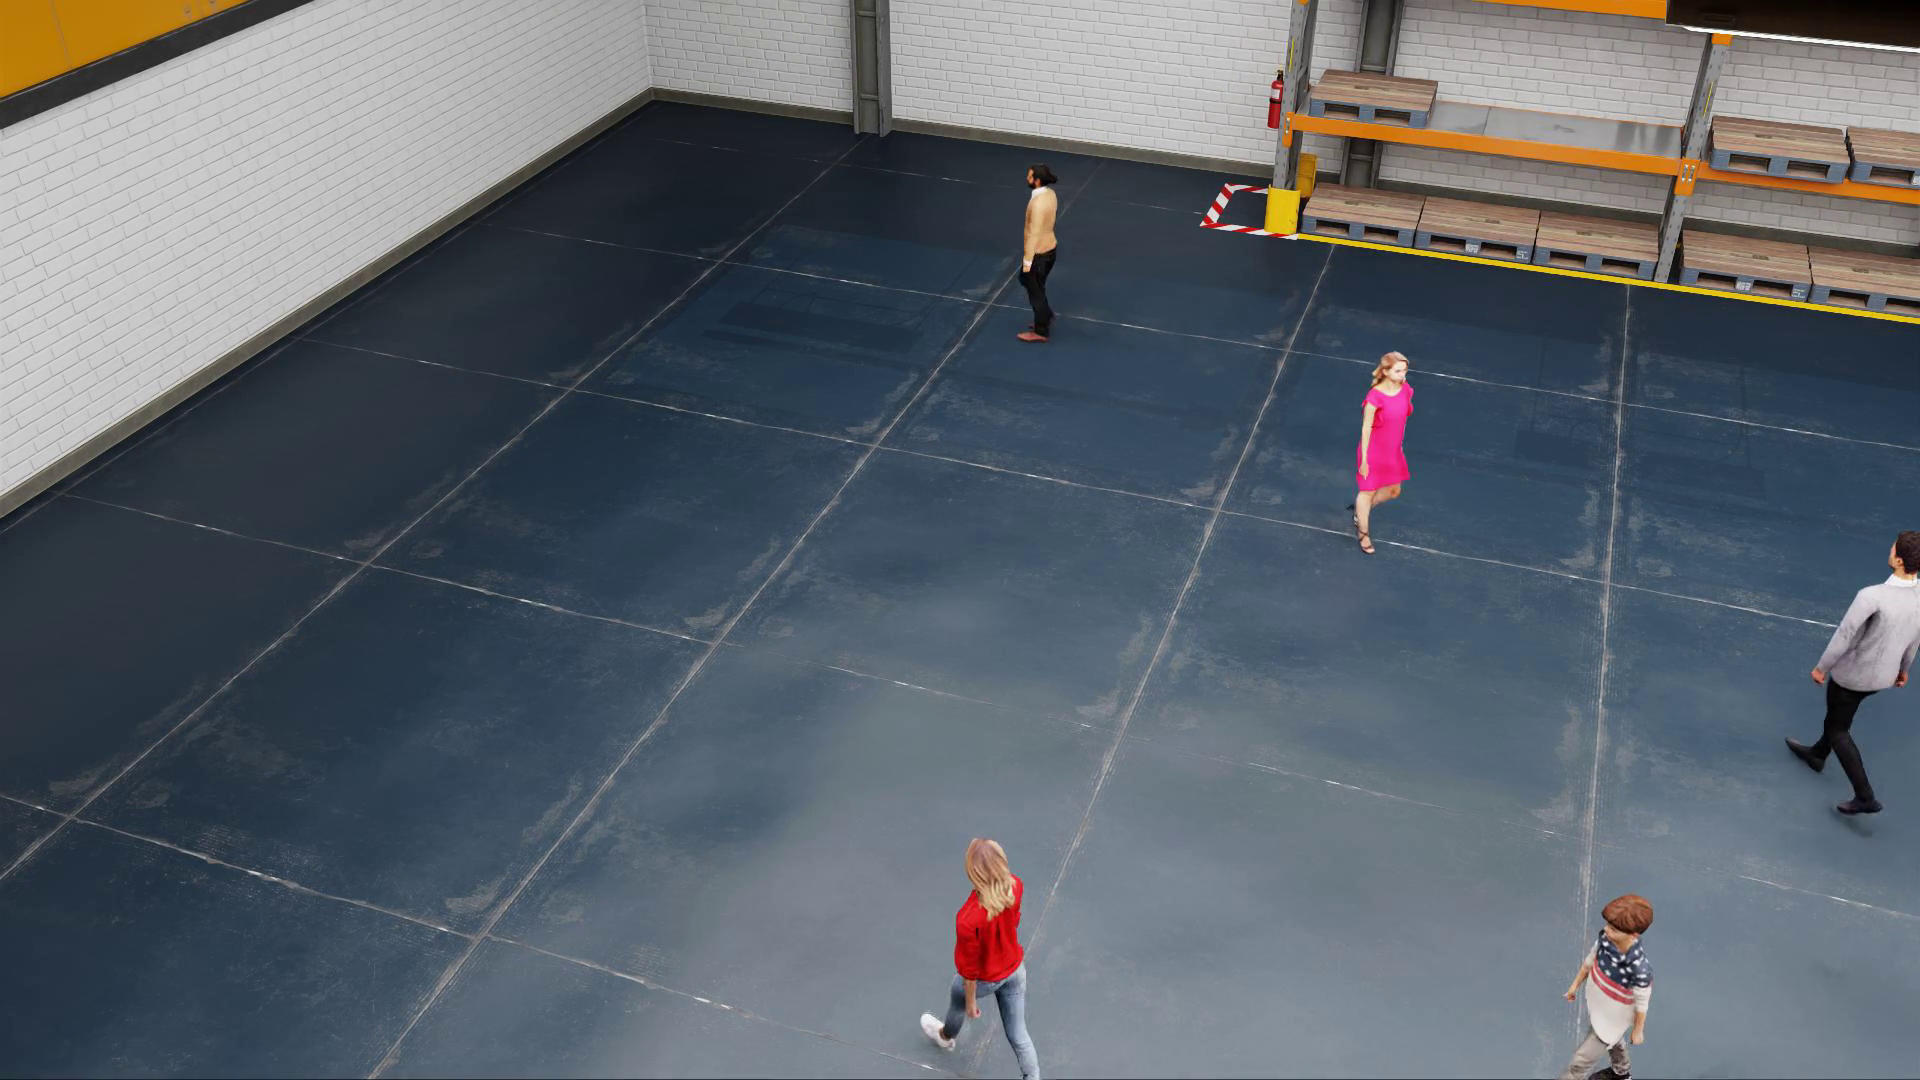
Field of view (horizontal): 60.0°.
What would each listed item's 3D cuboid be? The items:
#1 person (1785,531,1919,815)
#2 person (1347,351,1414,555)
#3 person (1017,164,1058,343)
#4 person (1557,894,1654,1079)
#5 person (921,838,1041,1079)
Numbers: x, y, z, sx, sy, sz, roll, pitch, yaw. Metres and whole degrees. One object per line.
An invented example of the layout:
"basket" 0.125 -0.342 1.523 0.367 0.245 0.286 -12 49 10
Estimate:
"person" 5.555 0.838 10.101 1.198 1.908 1.215 -11 35 -16
"person" 3.128 -0.699 12.585 0.800 1.718 0.861 -16 37 -22
"person" 0.811 -2.657 15.510 0.667 1.741 0.704 5 34 8
"person" 3.310 2.319 8.335 1.024 1.398 0.852 -7 34 -10
"person" 0.215 2.214 8.263 0.997 1.652 1.239 -26 42 -34
